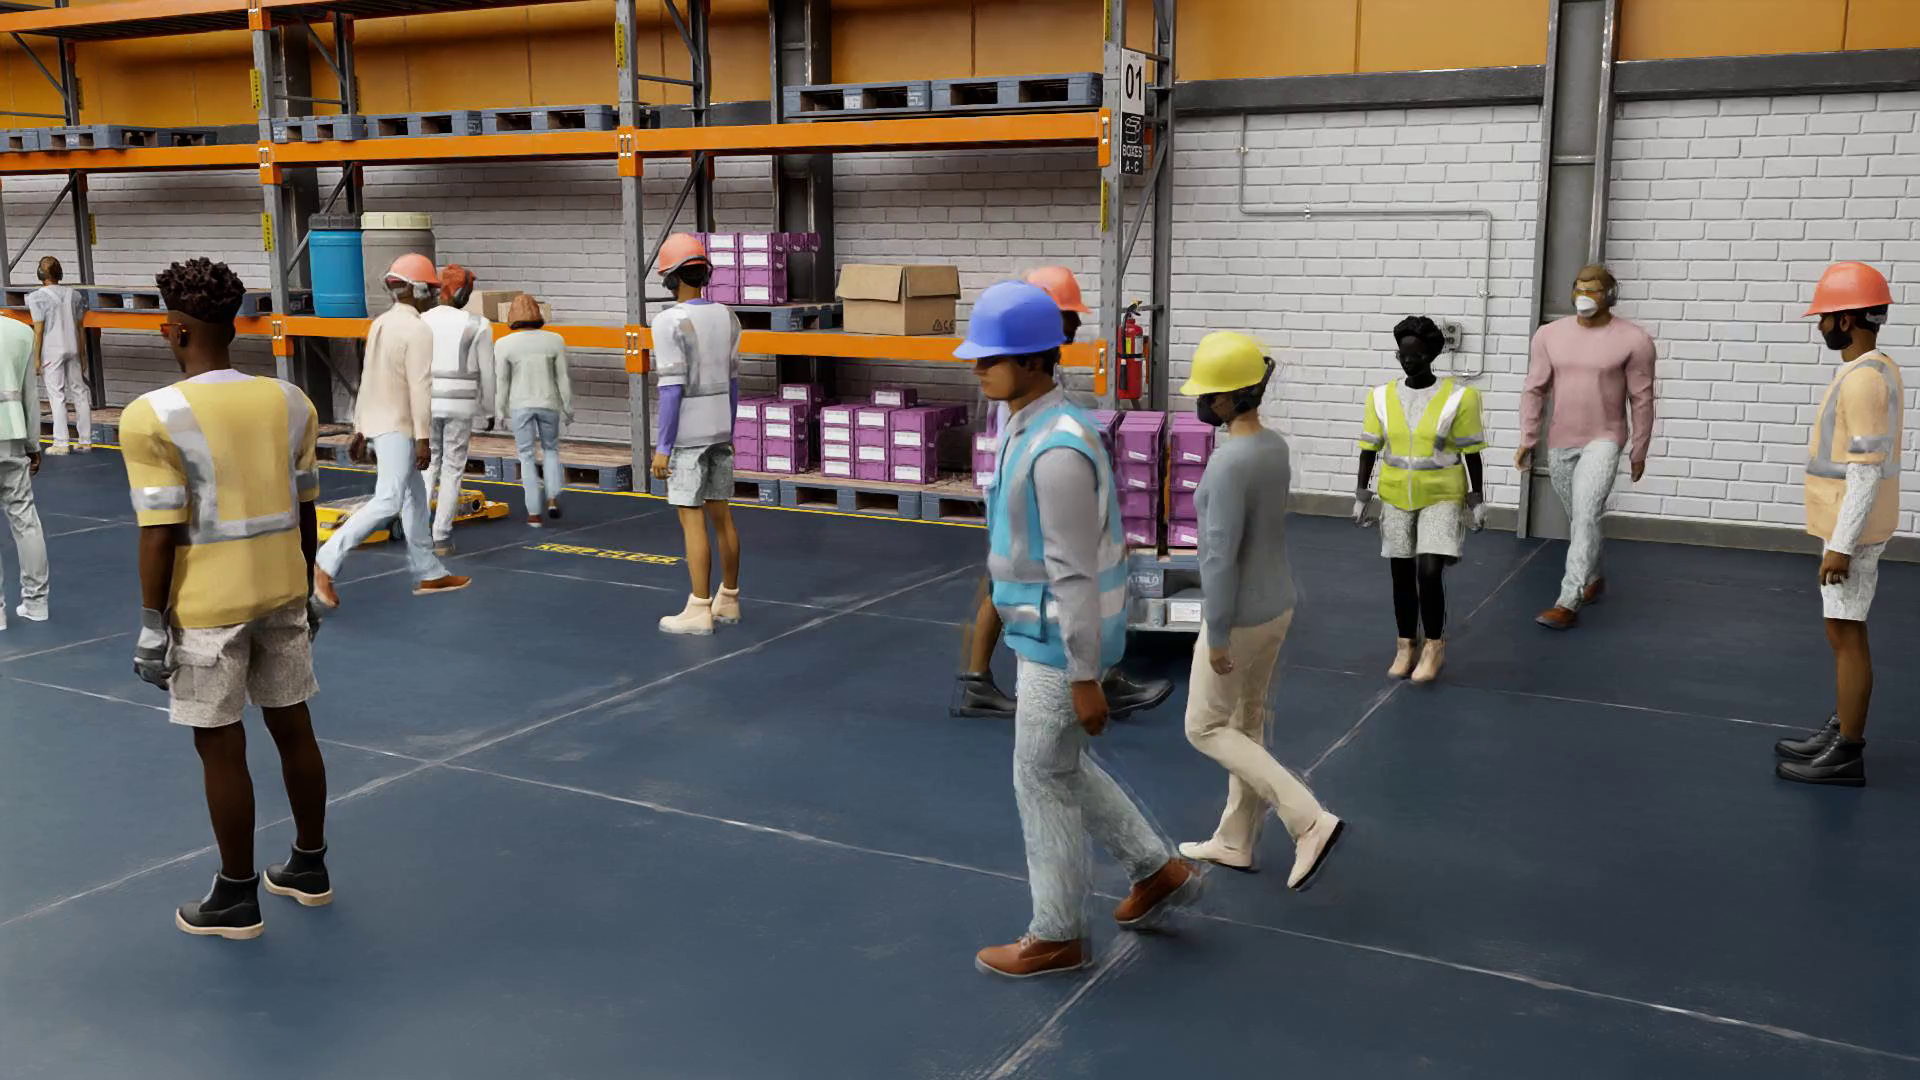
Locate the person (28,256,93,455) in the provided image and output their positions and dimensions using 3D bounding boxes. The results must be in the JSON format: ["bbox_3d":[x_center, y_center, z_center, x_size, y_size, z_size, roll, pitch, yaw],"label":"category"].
[{"bbox_3d":[-8.375,-1.707,15.467,0.345,1.845,0.505,6,12,29],"label":"person"}]

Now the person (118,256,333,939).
[{"bbox_3d":[-2.114,0.174,4.824,0.369,1.965,0.609,6,12,29],"label":"person"}]

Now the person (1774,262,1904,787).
[{"bbox_3d":[3.253,-0.051,6.154,0.382,1.930,0.547,6,12,29],"label":"person"}]

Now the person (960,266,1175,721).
[{"bbox_3d":[0.433,-0.169,6.895,0.949,1.891,0.574,0,10,1],"label":"person"}]

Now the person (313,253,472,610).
[{"bbox_3d":[-3.206,-0.597,9.141,0.984,1.944,0.645,-9,14,-40],"label":"person"}]

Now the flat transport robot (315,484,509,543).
[{"bbox_3d":[-3.867,-0.195,11.494,0.652,0.197,1.431,5,12,28],"label":"flat transport robot"}]

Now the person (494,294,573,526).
[{"bbox_3d":[-2.992,-0.907,11.672,0.527,1.614,0.386,-5,11,-24],"label":"person"}]

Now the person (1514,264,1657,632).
[{"bbox_3d":[3.332,-0.508,8.815,0.625,1.895,1.064,10,14,42],"label":"person"}]

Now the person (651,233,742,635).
[{"bbox_3d":[-1.371,-0.532,8.501,0.402,2.036,0.609,6,12,29],"label":"person"}]

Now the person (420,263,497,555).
[{"bbox_3d":[-3.263,-0.828,10.623,0.633,1.858,0.440,0,10,2],"label":"person"}]

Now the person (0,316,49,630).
[{"bbox_3d":[-5.023,-0.485,8.584,0.393,1.913,0.590,6,12,29],"label":"person"}]

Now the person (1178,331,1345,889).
[{"bbox_3d":[0.917,0.234,5.094,0.560,1.743,0.529,8,13,36],"label":"person"}]

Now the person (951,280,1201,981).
[{"bbox_3d":[0.320,0.262,4.494,0.694,1.916,0.626,-1,10,-3],"label":"person"}]

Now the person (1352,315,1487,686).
[{"bbox_3d":[2.041,-0.165,7.459,0.571,1.675,0.499,7,13,35],"label":"person"}]
